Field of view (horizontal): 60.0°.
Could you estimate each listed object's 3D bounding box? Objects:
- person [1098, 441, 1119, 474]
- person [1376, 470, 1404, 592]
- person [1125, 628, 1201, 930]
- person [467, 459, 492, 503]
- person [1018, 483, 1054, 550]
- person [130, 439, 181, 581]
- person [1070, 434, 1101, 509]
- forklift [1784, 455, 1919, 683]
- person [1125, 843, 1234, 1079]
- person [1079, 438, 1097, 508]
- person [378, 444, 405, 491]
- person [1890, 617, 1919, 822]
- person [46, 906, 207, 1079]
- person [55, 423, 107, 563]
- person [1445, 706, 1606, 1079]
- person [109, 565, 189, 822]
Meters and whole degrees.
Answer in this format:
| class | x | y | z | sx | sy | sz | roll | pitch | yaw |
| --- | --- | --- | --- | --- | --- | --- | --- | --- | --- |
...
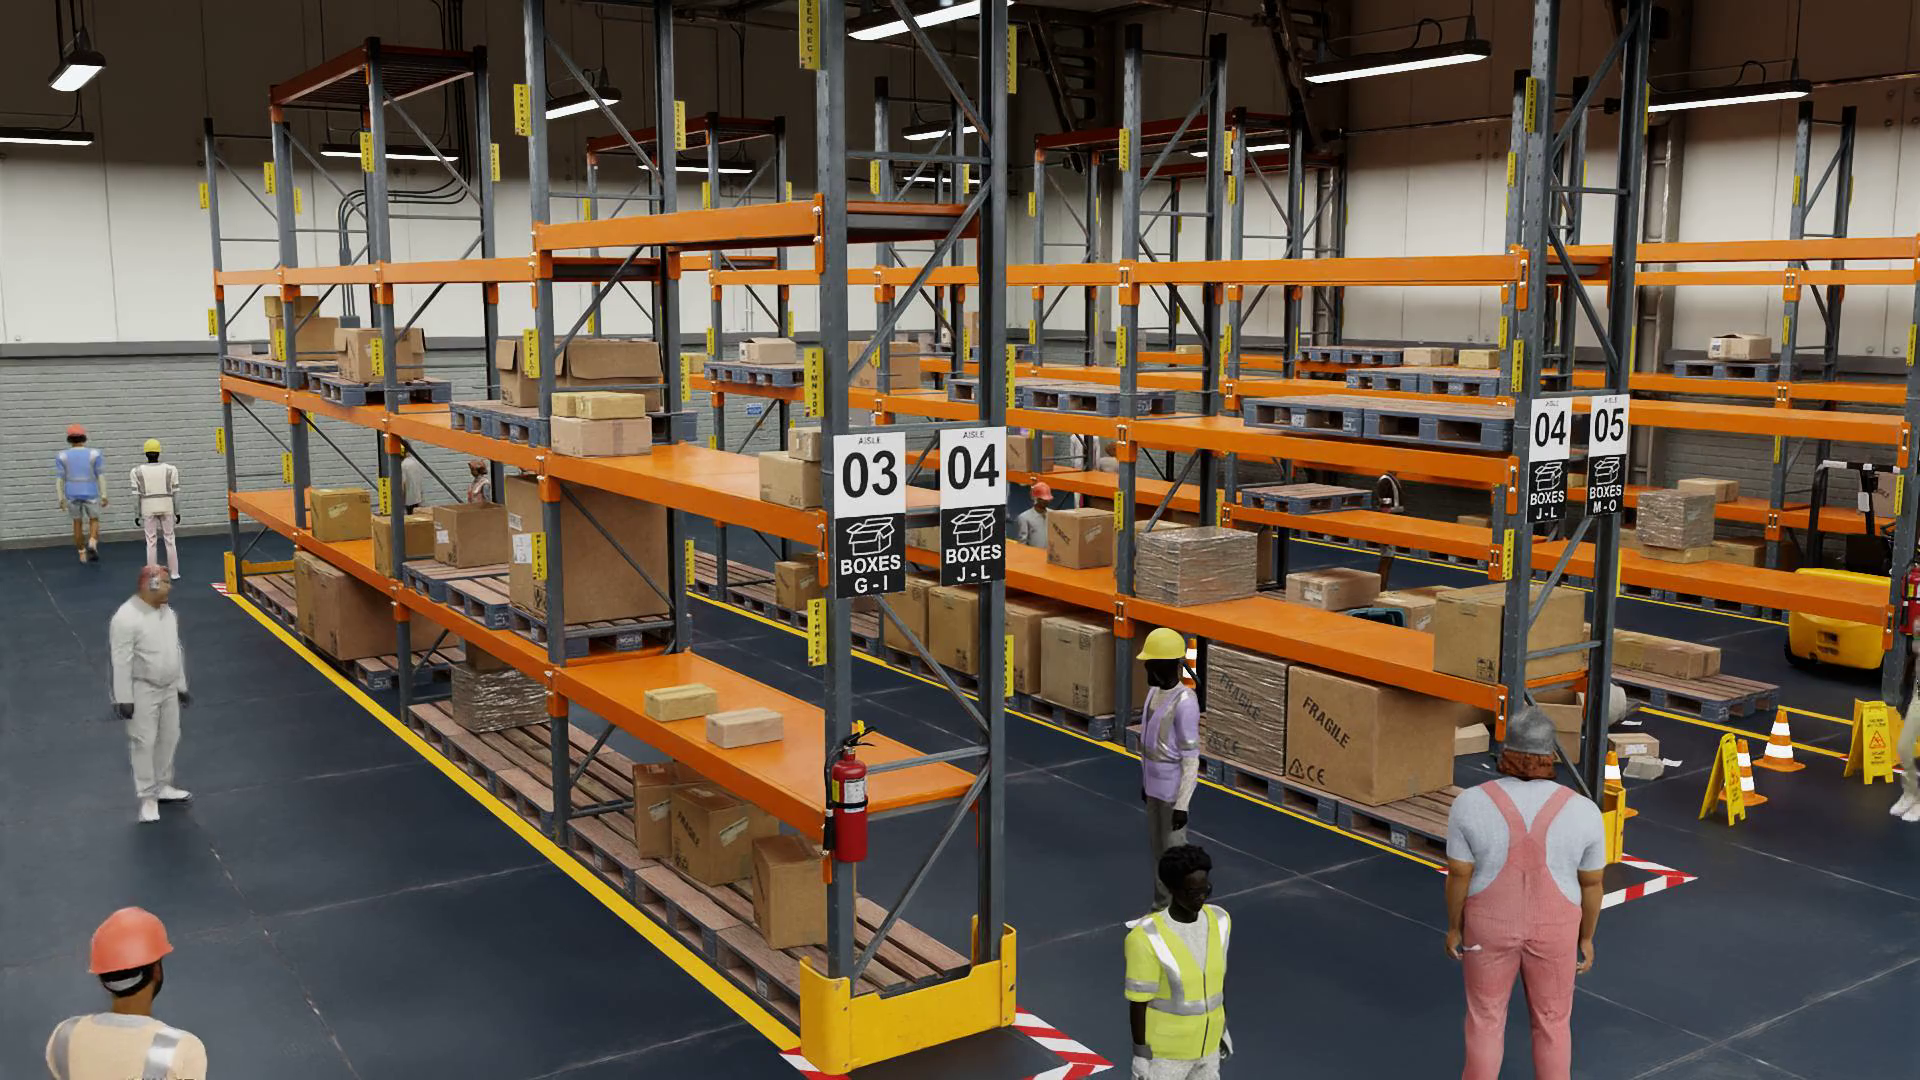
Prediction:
| class | x | y | z | sx | sy | sz | roll | pitch | yaw |
| --- | --- | --- | --- | --- | --- | --- | --- | --- | --- |
| person | 2.278 | -0.724 | 25.597 | 0.379 | 1.617 | 0.658 | -8 | 12 | -42 |
| person | 5.277 | -0.146 | 20.346 | 0.385 | 2.046 | 0.644 | 3 | 9 | 19 |
| person | 1.223 | 1.472 | 9.938 | 0.366 | 1.926 | 0.594 | -2 | 9 | -15 |
| person | -6.513 | -0.288 | 22.613 | 0.308 | 1.640 | 0.511 | -6 | 11 | -37 |
| person | 0.910 | 0.220 | 18.901 | 0.583 | 1.743 | 0.364 | -6 | 11 | -37 |
| person | -10.793 | -0.393 | 22.353 | 0.587 | 1.928 | 0.363 | -5 | 10 | -30 |
| person | 2.200 | -1.313 | 29.055 | 0.565 | 1.751 | 0.330 | 4 | 10 | 27 |
| forklift | 9.643 | 0.253 | 17.172 | 2.313 | 2.155 | 1.214 | -6 | 10 | -33 |
| person | 0.904 | 2.057 | 6.804 | 0.541 | 1.696 | 0.315 | -6 | 10 | -33 |
| person | 2.181 | -1.174 | 28.085 | 0.328 | 1.769 | 0.526 | 2 | 9 | 12 |
| person | -7.818 | -0.483 | 22.952 | 0.370 | 1.927 | 0.588 | -5 | 10 | -32 |
| person | 7.098 | 1.186 | 12.138 | 0.439 | 1.834 | 0.597 | -6 | 10 | -33 |
| person | -2.678 | 2.151 | 5.467 | 0.536 | 1.924 | 0.408 | 1 | 9 | 5 |
| person | -12.563 | -0.660 | 23.785 | 0.633 | 2.030 | 0.506 | -4 | 10 | -27 |
| person | 2.579 | 1.756 | 7.672 | 0.688 | 2.000 | 0.536 | 2 | 9 | 14 |
| person | -6.035 | 1.129 | 12.403 | 0.443 | 1.882 | 0.721 | 2 | 9 | 10 |
